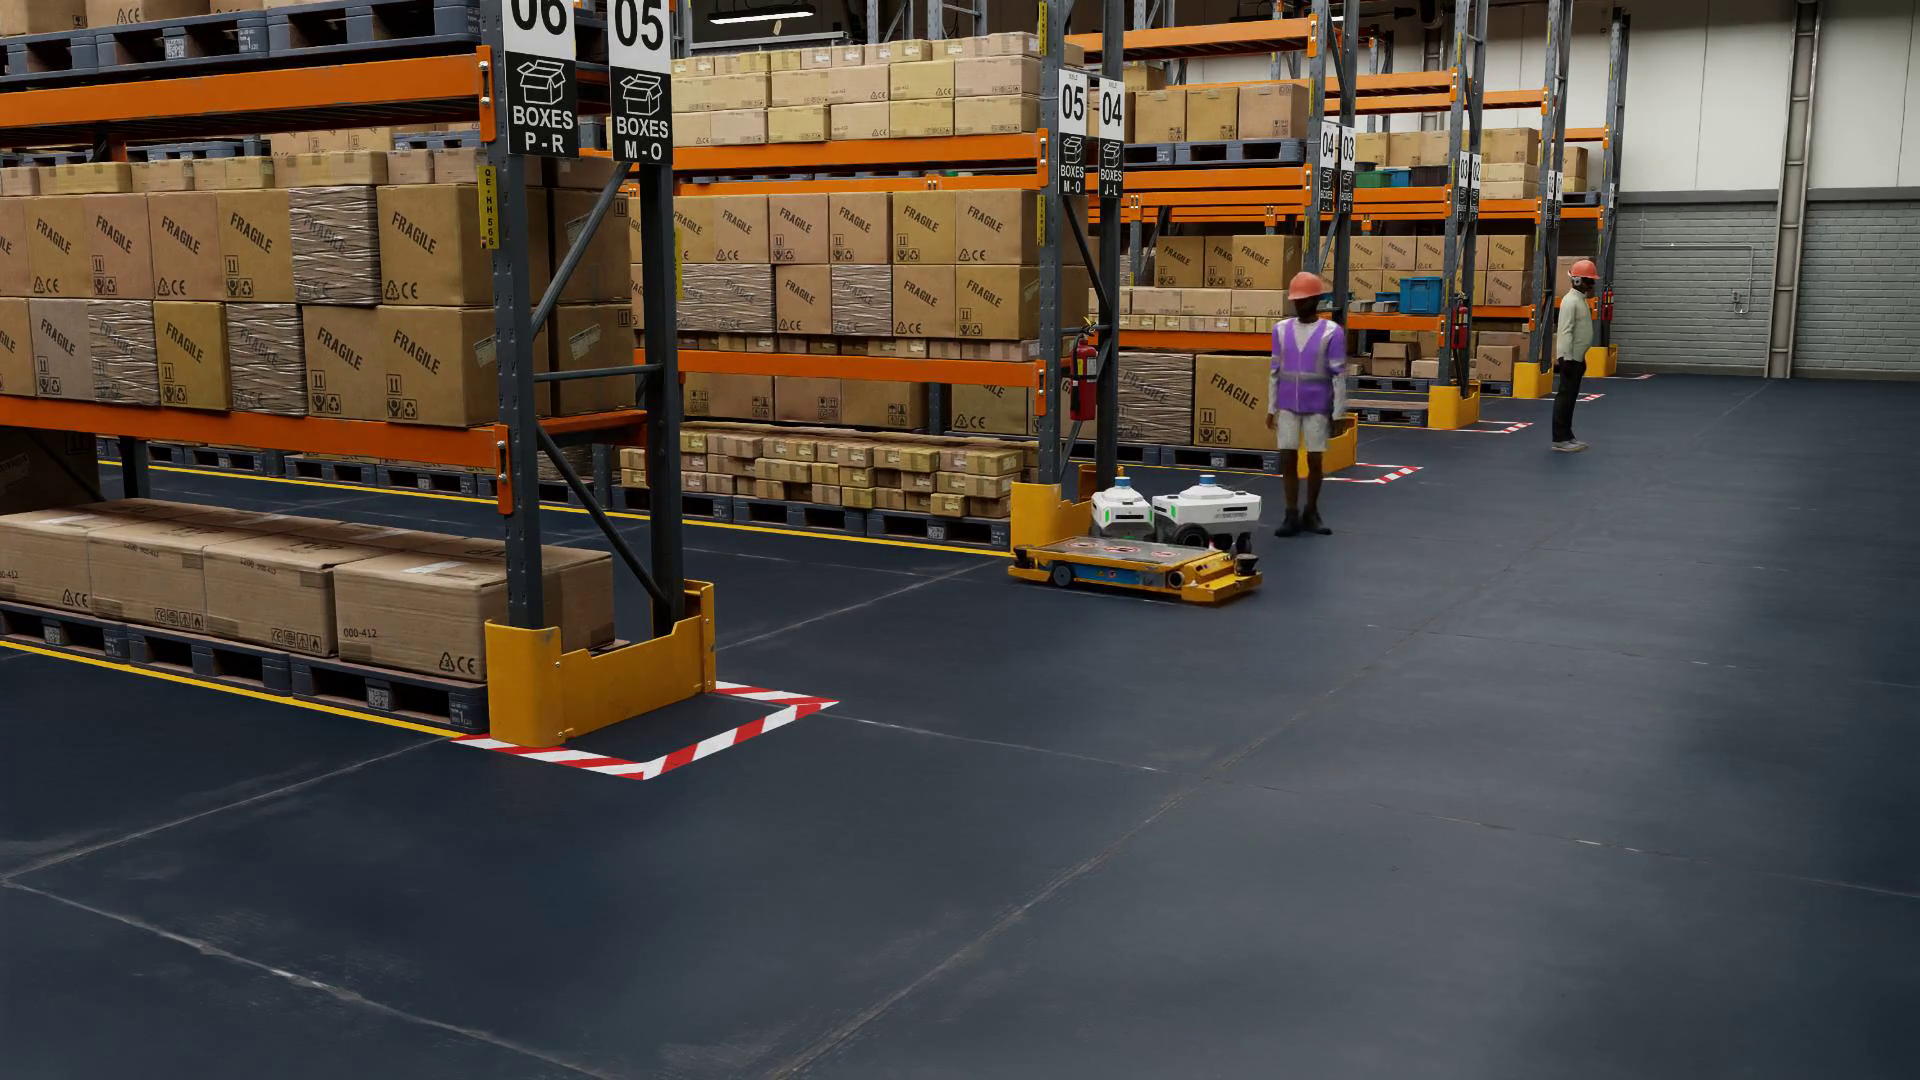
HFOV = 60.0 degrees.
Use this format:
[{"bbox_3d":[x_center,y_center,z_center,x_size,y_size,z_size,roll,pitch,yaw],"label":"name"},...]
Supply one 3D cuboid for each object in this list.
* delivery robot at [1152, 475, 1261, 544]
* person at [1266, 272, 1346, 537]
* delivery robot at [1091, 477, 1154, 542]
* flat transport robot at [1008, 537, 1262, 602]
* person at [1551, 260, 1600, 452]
[{"bbox_3d":[1.664,-0.196,11.202,0.707,0.478,0.477,-3,10,-20],"label":"delivery robot"},{"bbox_3d":[2.518,-0.973,12.054,0.567,1.923,0.501,6,11,32],"label":"person"},{"bbox_3d":[1.080,-0.179,11.101,0.477,0.478,0.707,0,10,-3],"label":"delivery robot"},{"bbox_3d":[1.066,0.158,10.235,1.431,0.197,0.652,7,12,34],"label":"flat transport robot"},{"bbox_3d":[6.427,-1.916,17.366,0.402,1.986,0.612,6,11,31],"label":"person"}]
